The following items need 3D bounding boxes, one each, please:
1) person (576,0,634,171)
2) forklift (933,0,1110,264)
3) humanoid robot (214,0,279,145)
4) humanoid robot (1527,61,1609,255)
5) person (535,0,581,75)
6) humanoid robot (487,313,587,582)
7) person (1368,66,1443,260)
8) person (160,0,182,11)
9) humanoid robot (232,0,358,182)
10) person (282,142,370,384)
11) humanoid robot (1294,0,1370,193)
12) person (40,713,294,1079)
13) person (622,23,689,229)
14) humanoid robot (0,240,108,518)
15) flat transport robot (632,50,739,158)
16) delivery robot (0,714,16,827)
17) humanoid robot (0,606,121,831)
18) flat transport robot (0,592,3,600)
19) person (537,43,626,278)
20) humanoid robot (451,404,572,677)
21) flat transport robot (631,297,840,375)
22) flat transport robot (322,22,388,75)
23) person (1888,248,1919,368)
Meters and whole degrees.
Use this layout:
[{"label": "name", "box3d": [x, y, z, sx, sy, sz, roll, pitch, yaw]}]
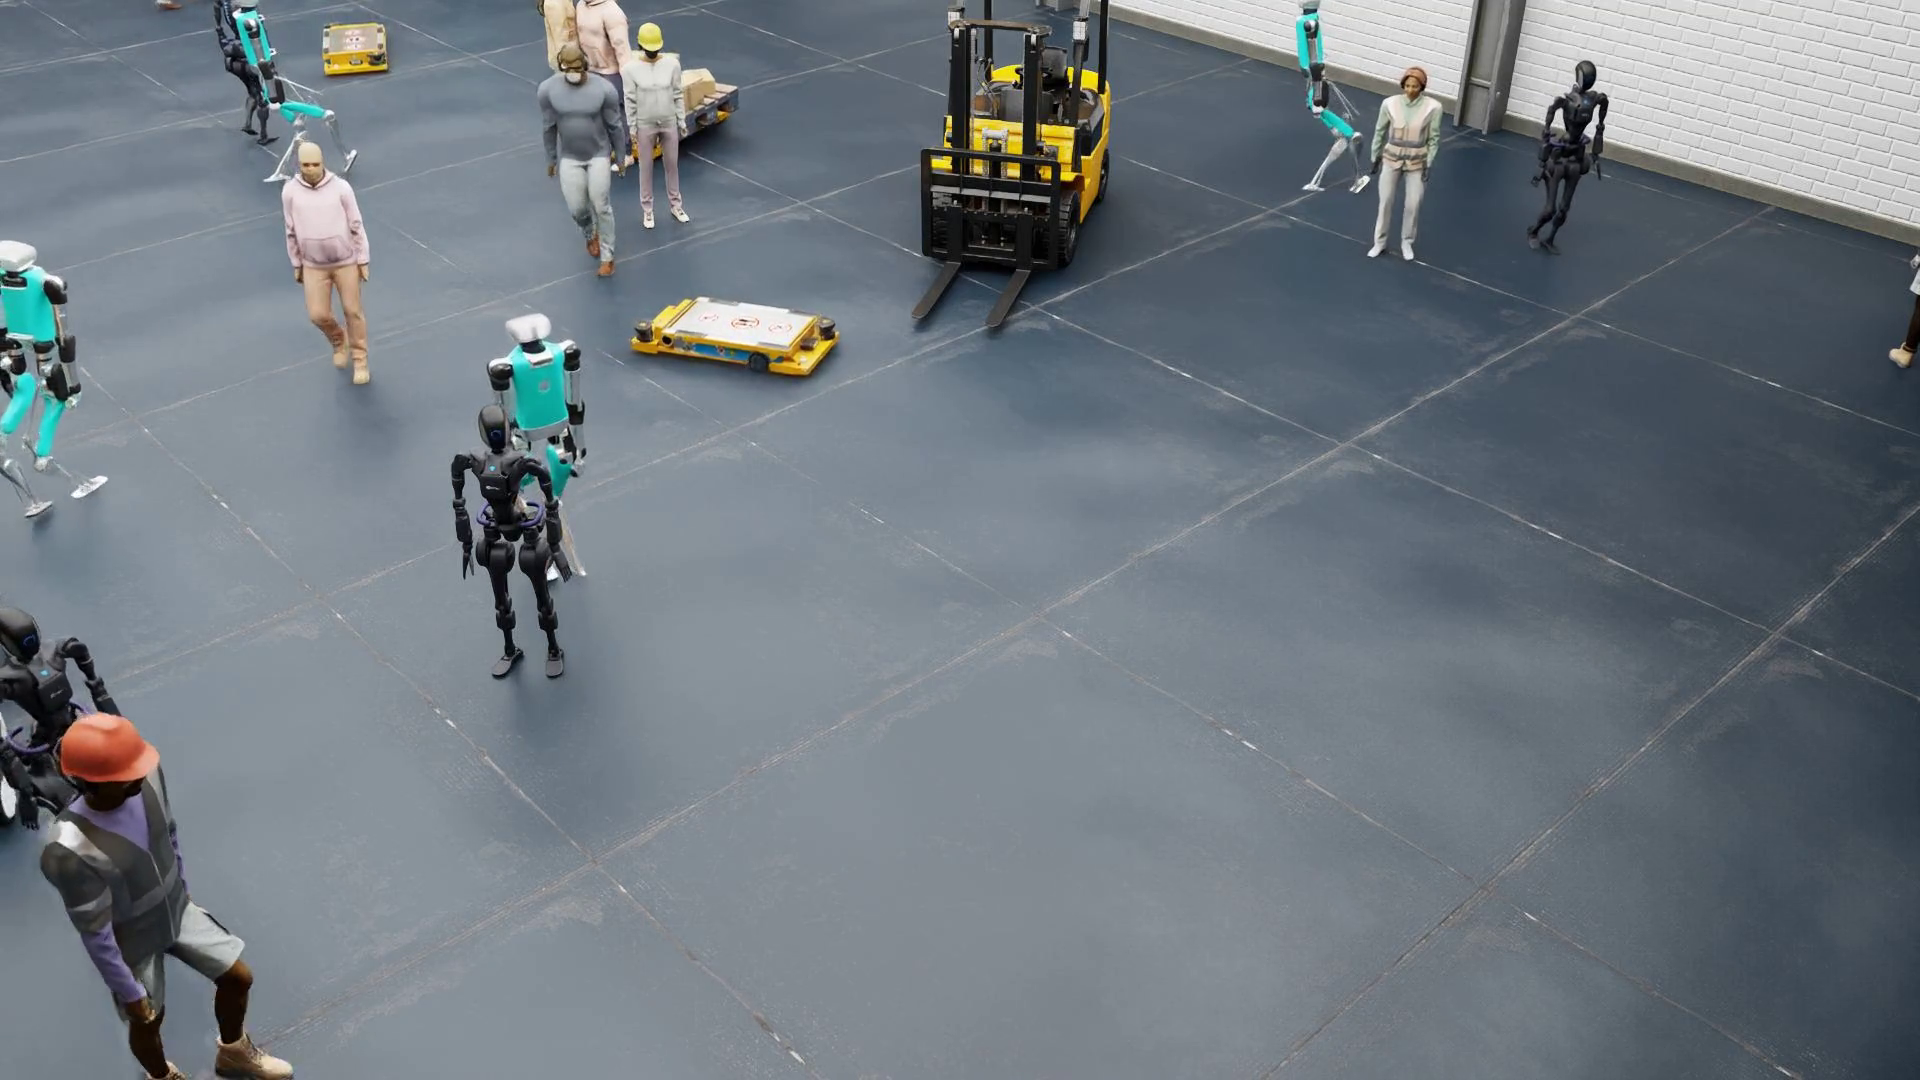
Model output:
[{"label": "person", "box3d": [-3.299, -4.398, 15.479, 0.802, 1.857, 0.435, 25, 40, 33]}, {"label": "forklift", "box3d": [0.570, -3.725, 14.138, 1.214, 2.155, 2.313, 9, 34, 13]}, {"label": "humanoid robot", "box3d": [-6.883, -4.661, 16.040, 0.613, 1.645, 0.337, 10, 34, 14]}, {"label": "humanoid robot", "box3d": [5.019, -3.151, 13.731, 0.589, 1.645, 0.340, -7, 34, -10]}, {"label": "person", "box3d": [-3.708, -4.501, 15.622, 0.407, 1.876, 0.555, -5, 33, -8]}, {"label": "humanoid robot", "box3d": [-2.489, -0.536, 9.651, 0.548, 1.795, 0.706, -23, 39, -31]}, {"label": "person", "box3d": [3.637, -3.090, 13.675, 0.527, 1.629, 0.314, 10, 34, 15]}, {"label": "person", "box3d": [-9.479, -7.276, 20.123, 0.884, 1.602, 0.495, -27, 42, -35]}, {"label": "humanoid robot", "box3d": [-6.051, -4.168, 15.265, 0.995, 1.777, 0.530, -17, 37, -24]}, {"label": "person", "box3d": [-4.464, -1.960, 11.807, 0.563, 1.765, 0.461, -6, 34, -10]}, {"label": "humanoid robot", "box3d": [3.440, -4.003, 15.019, 0.977, 1.778, 0.595, 3, 33, 5]}, {"label": "person", "box3d": [-3.017, 1.486, 6.291, 0.670, 2.021, 0.632, 9, 34, 13]}, {"label": "person", "box3d": [-2.597, -3.558, 14.276, 0.523, 1.760, 0.323, -14, 36, -20]}, {"label": "humanoid robot", "box3d": [-5.725, -0.881, 10.188, 0.591, 1.779, 0.864, 4, 33, 6]}, {"label": "flat transport robot", "box3d": [-2.950, -4.131, 16.523, 0.659, 0.231, 1.431, 15, 36, 21]}, {"label": "delivery robot", "box3d": [-4.980, 1.095, 8.233, 0.499, 0.600, 0.804, -10, 34, -15]}, {"label": "humanoid robot", "box3d": [-3.935, 0.969, 7.415, 0.702, 1.635, 0.590, 15, 36, 22]}, {"label": "flat transport robot", "box3d": [-6.232, 0.452, 9.479, 0.659, 0.231, 1.431, -28, 42, -36]}, {"label": "person", "box3d": [-3.007, -3.060, 13.367, 0.664, 1.910, 0.484, -2, 33, -3]}, {"label": "humanoid robot", "box3d": [-2.370, 0.017, 8.843, 0.599, 1.658, 0.315, 2, 33, 3]}, {"label": "flat transport robot", "box3d": [-1.692, -1.548, 12.552, 1.431, 0.231, 0.659, 10, 34, 15]}, {"label": "flat transport robot", "box3d": [-6.791, -5.532, 18.676, 0.659, 0.231, 1.431, -9, 34, -14]}, {"label": "person", "box3d": [7.146, -2.028, 11.977, 0.534, 1.698, 0.320, 5, 33, 8]}]
